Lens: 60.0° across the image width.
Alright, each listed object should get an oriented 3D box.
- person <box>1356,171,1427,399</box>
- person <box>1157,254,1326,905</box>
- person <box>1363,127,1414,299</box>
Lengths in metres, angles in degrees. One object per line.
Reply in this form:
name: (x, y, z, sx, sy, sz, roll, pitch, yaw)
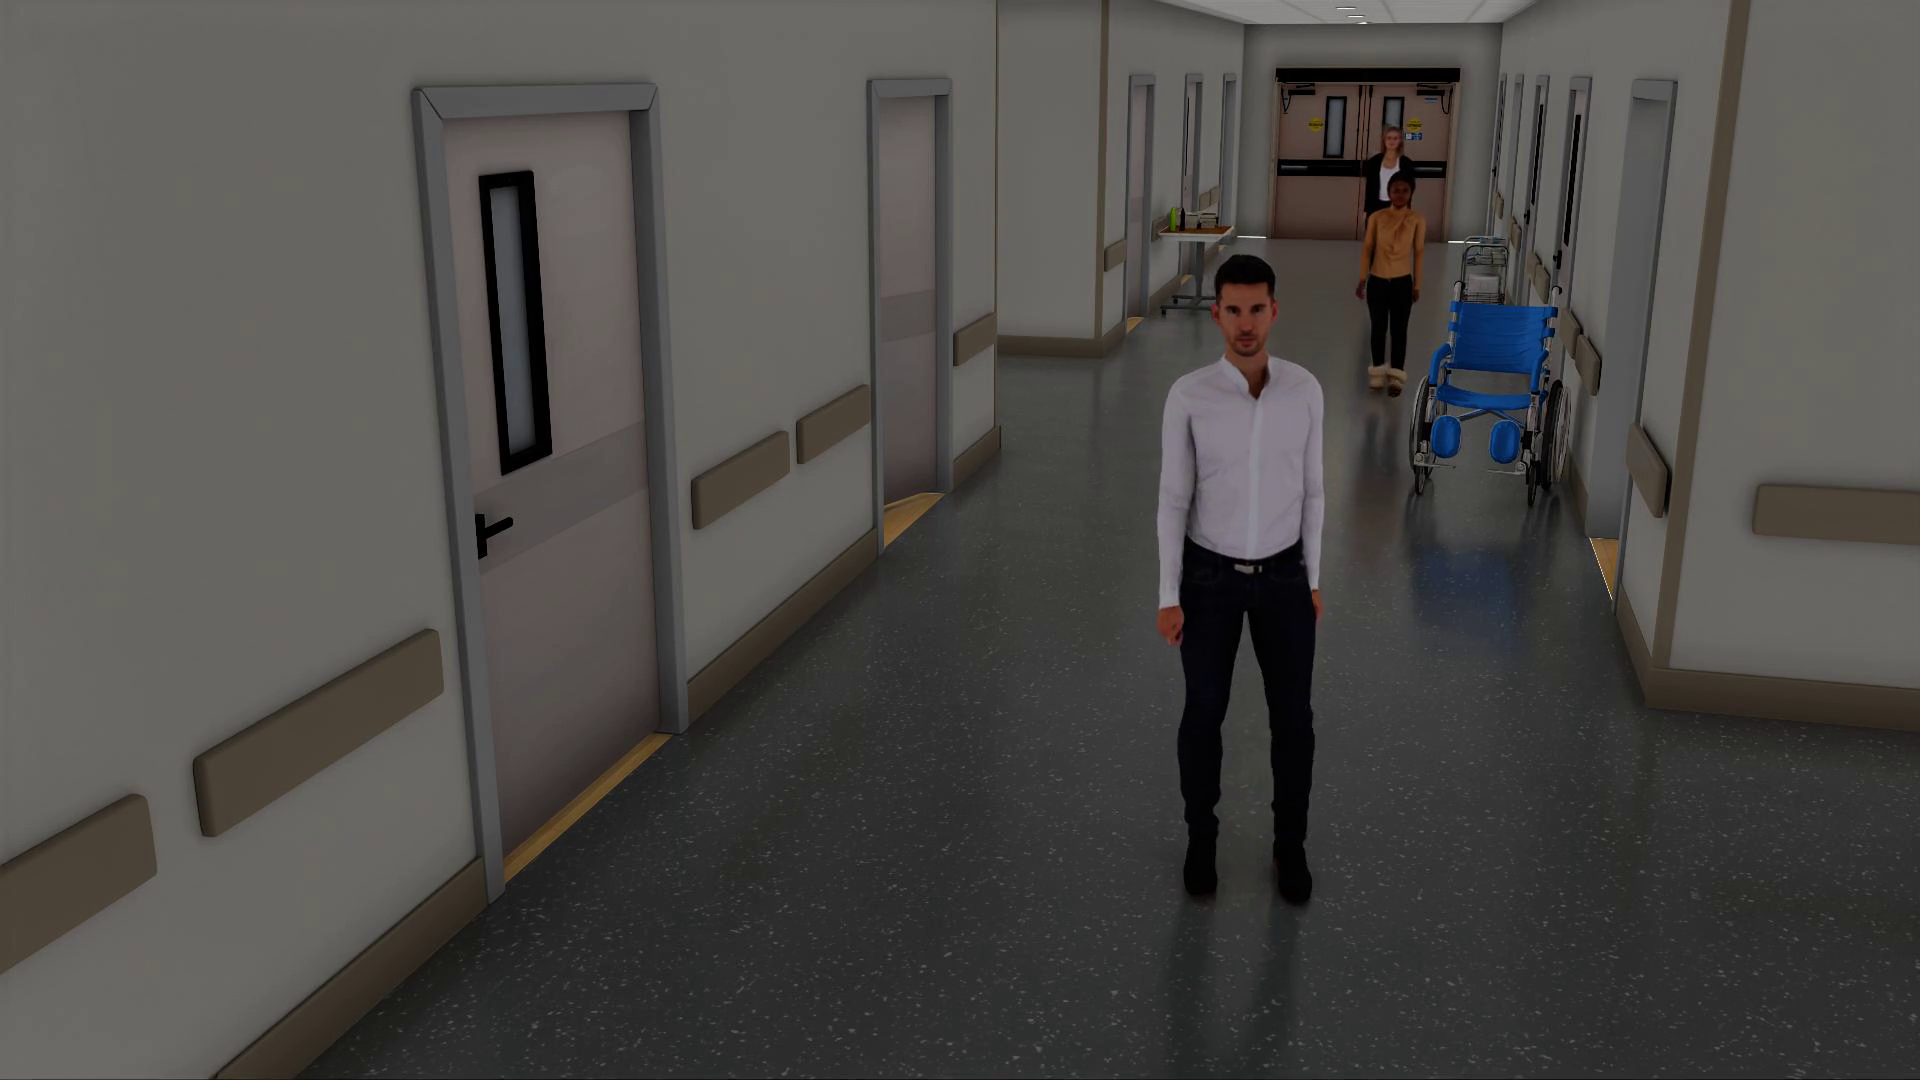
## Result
person: (3.177, -1.880, 12.318, 0.619, 1.618, 1.053, 5, 16, 17)
person: (0.810, 0.092, 4.878, 0.735, 1.859, 0.739, 0, 16, -2)
person: (4.448, -3.383, 17.335, 0.621, 1.789, 0.580, 4, 16, 15)
